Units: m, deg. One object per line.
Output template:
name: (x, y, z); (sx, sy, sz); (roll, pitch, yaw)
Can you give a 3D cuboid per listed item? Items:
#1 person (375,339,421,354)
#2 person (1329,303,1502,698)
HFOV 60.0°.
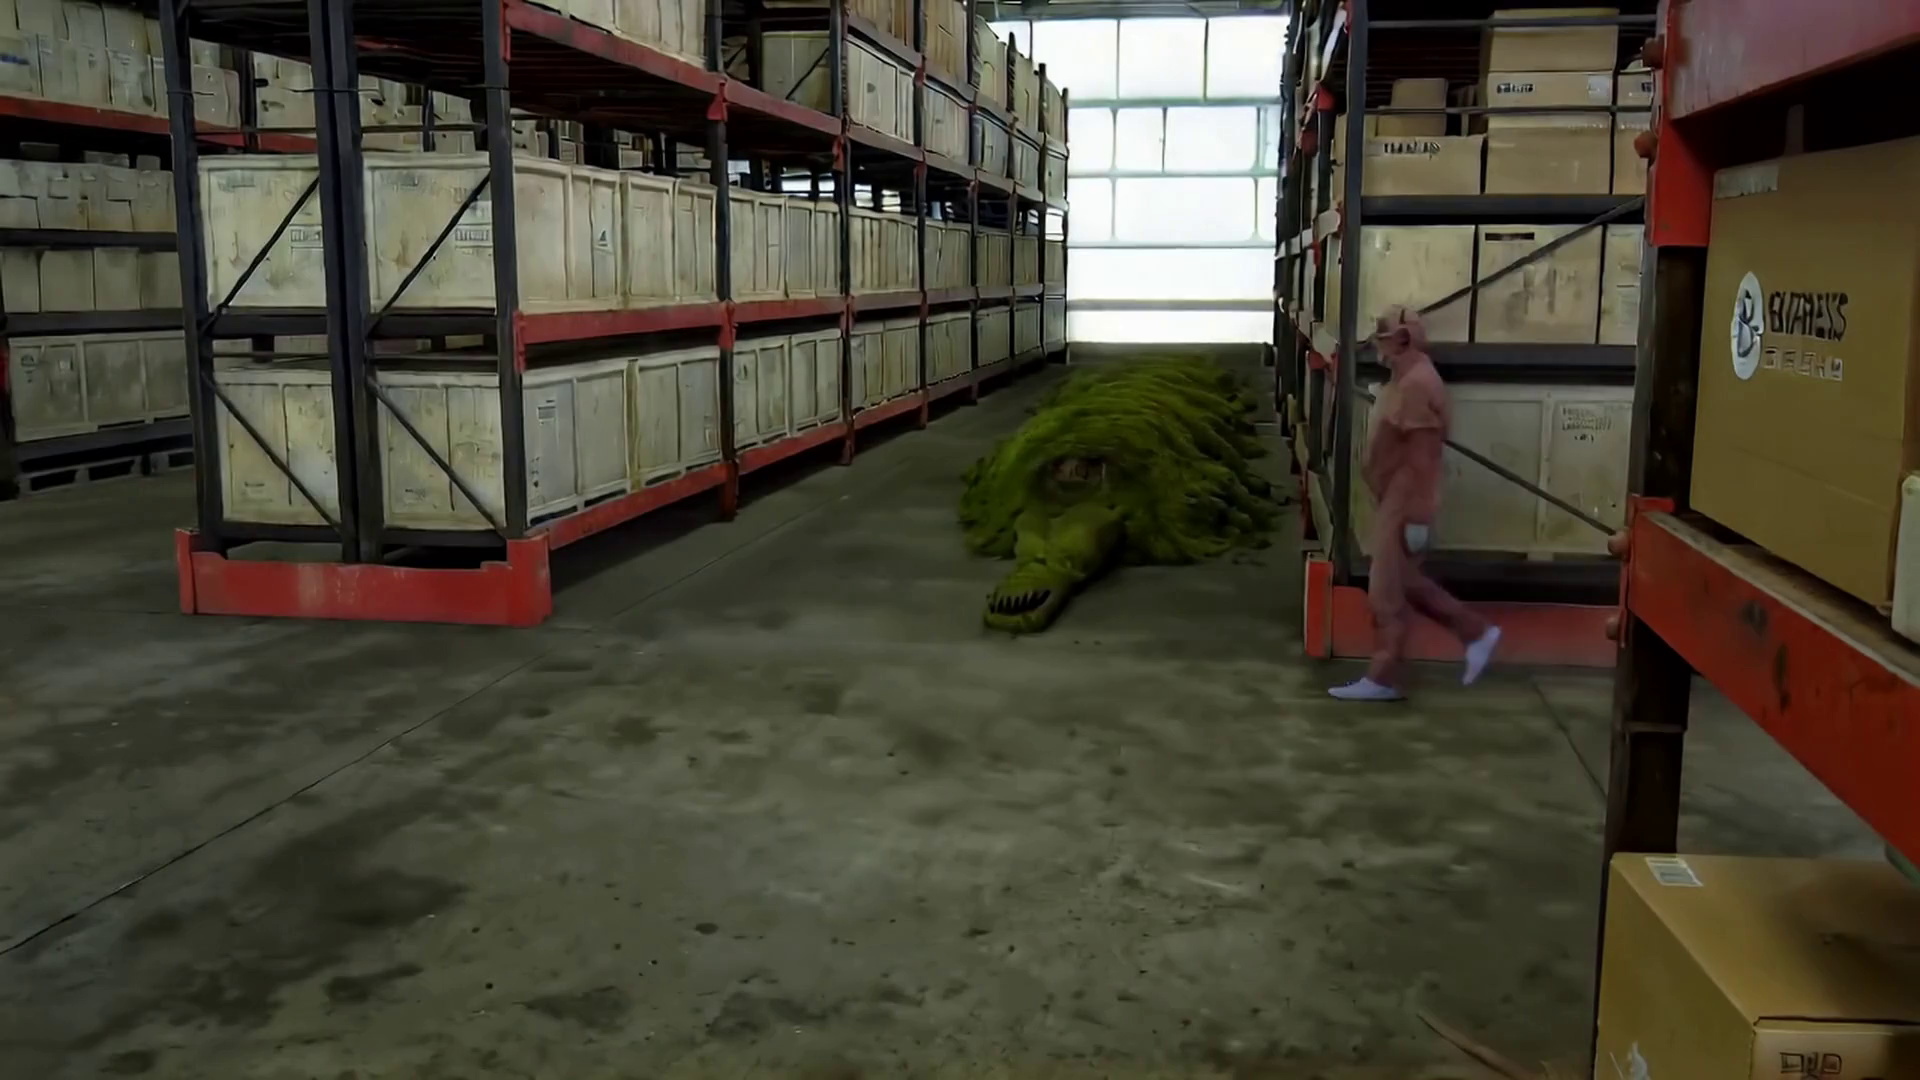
person: (-5.618, -1.614, 16.828); (0.679, 1.860, 0.952); (3, 10, 19)
person: (2.185, -0.173, 7.862); (0.738, 1.886, 0.656); (1, 9, 8)
